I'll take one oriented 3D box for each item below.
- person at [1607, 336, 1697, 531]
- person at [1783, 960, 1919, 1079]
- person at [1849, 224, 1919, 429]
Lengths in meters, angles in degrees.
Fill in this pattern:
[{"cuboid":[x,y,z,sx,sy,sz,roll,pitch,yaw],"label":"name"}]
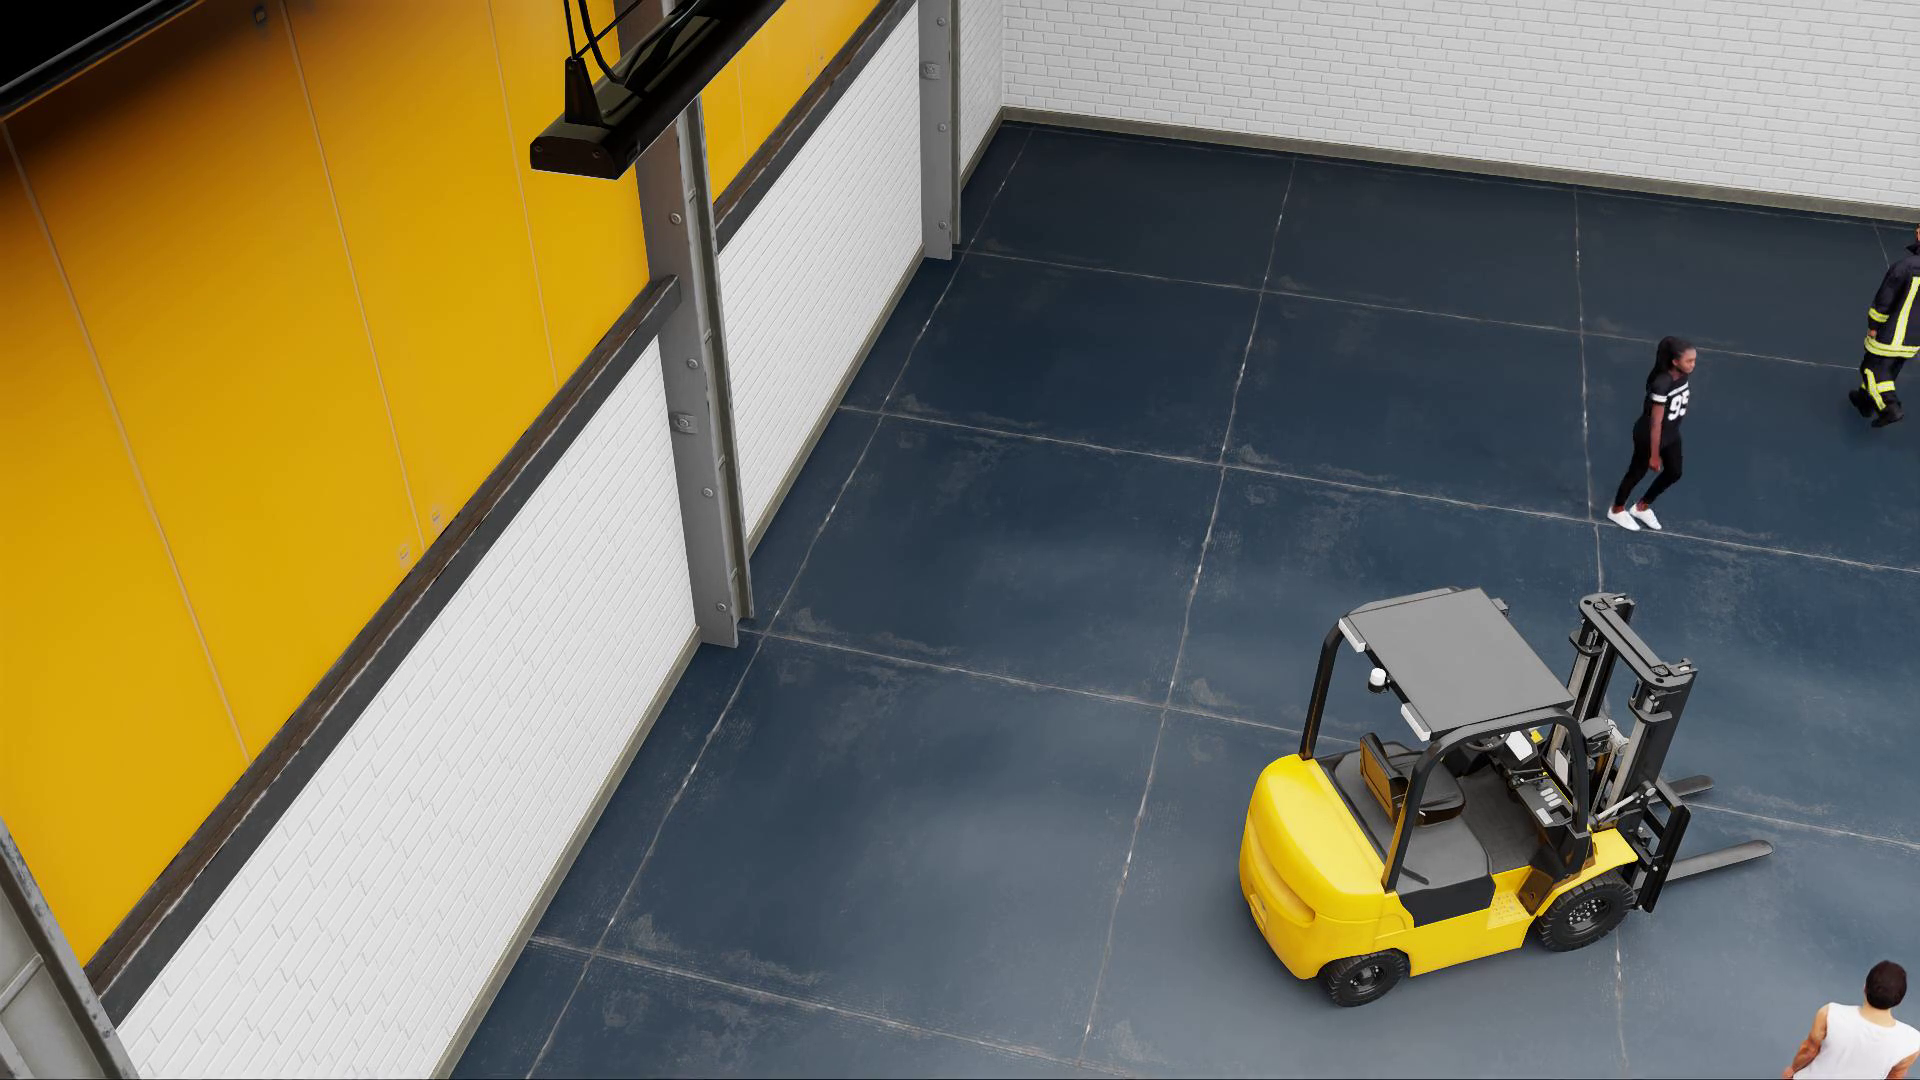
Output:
[{"cuboid":[5.300,-0.817,12.870,0.756,1.715,0.823,-27,46,-30],"label":"person"},{"cuboid":[4.390,2.745,8.350,0.670,1.789,0.618,16,41,19],"label":"person"},{"cuboid":[7.933,-1.768,13.905,1.027,1.910,1.146,-6,39,-8],"label":"person"}]
